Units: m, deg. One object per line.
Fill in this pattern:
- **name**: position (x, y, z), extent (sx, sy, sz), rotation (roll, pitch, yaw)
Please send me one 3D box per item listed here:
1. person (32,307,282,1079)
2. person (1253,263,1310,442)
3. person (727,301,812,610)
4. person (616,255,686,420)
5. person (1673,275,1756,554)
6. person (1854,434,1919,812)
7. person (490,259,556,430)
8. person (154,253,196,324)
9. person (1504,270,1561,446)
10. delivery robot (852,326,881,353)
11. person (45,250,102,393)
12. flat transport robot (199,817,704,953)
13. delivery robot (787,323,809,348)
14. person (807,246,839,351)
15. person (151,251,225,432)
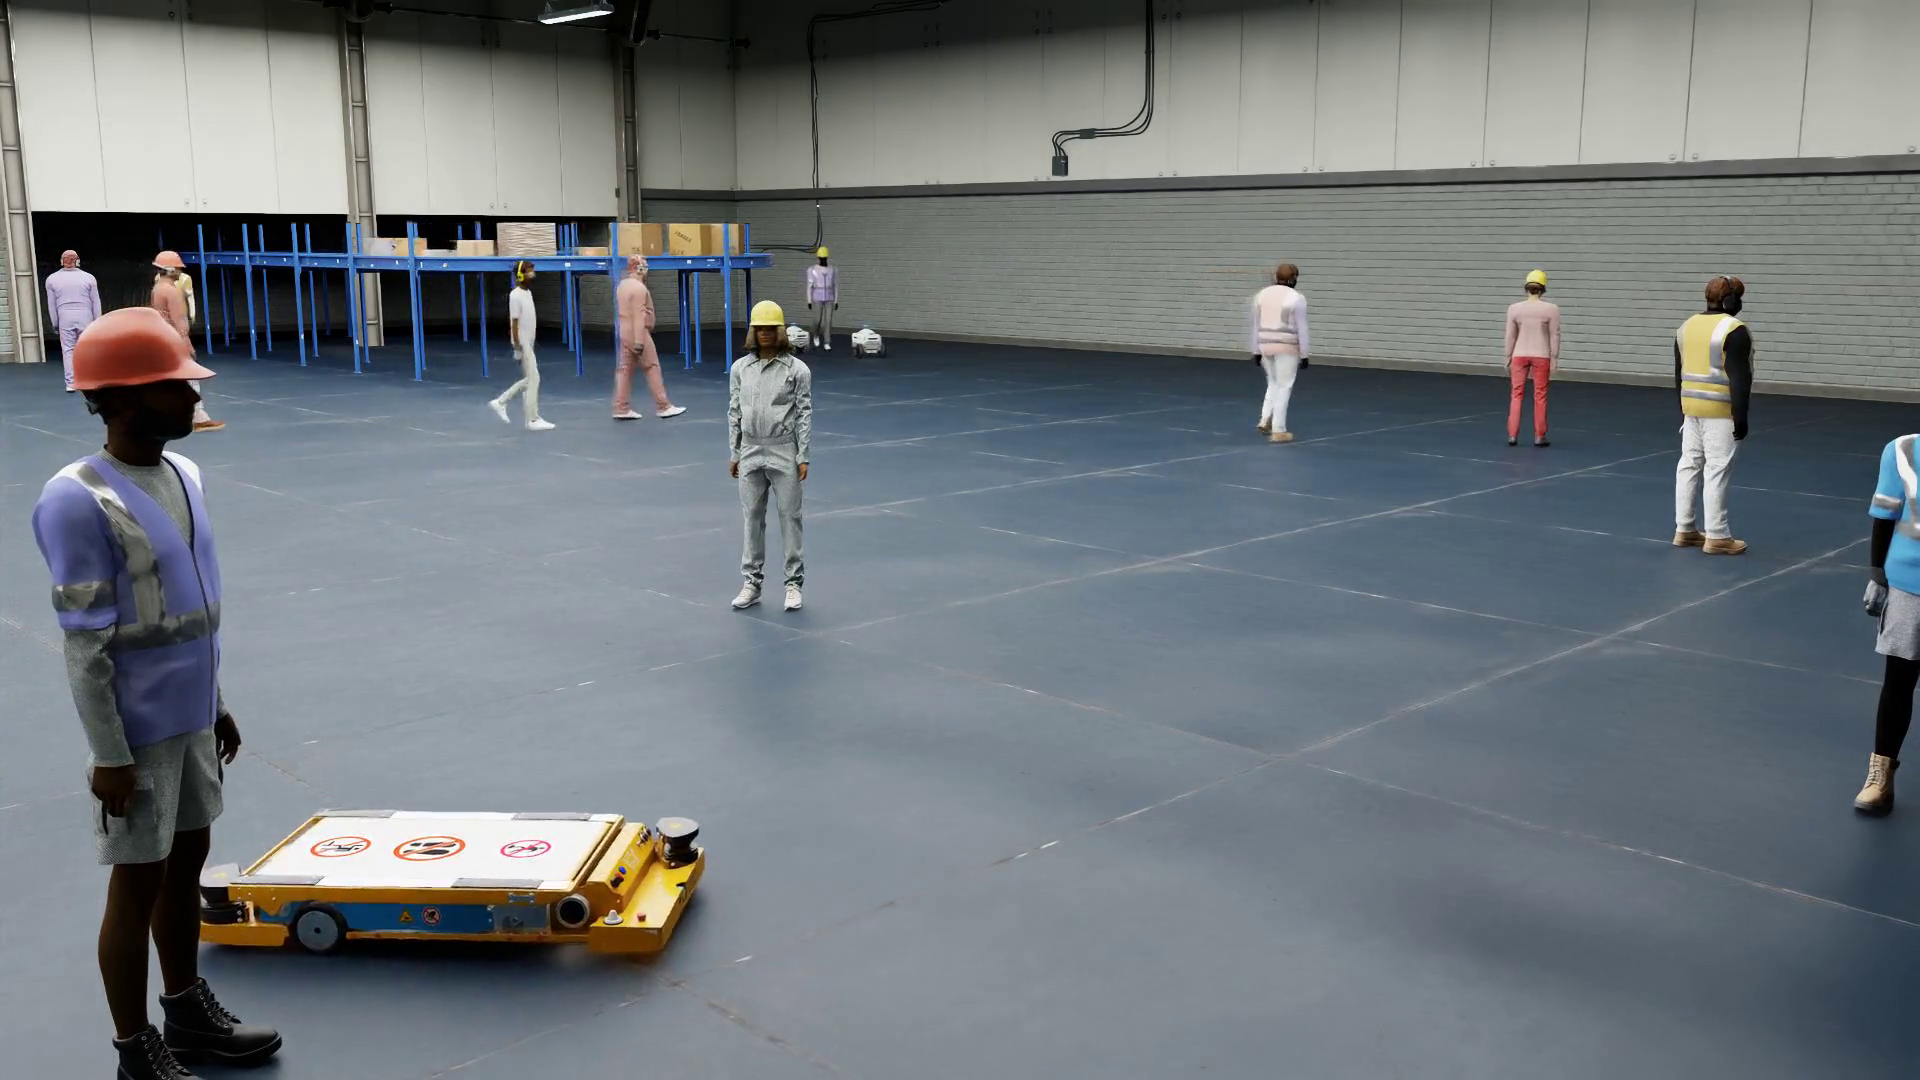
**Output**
- **person**: position (-1.935, 0.415, 4.034), extent (0.350, 1.942, 0.545), rotation (1, 10, 3)
- **person**: position (3.326, -1.936, 17.168), extent (0.444, 1.826, 0.652), rotation (-9, 14, -40)
- **person**: position (-1.084, -0.478, 9.440), extent (0.491, 1.746, 0.285), rotation (2, 11, 11)
- **person**: position (-3.603, -2.330, 19.181), extent (0.838, 1.875, 0.673), rotation (-7, 12, -32)
- **person**: position (5.086, -0.848, 11.197), extent (0.430, 1.845, 0.620), rotation (-3, 11, -15)
- **person**: position (3.550, 0.179, 5.991), extent (0.541, 1.696, 0.315), rotation (7, 13, 35)
- **person**: position (-4.814, -2.140, 18.218), extent (0.636, 1.851, 0.528), rotation (0, 10, -1)
- **person**: position (-12.563, -3.678, 26.621), extent (0.557, 1.866, 1.028), rotation (-6, 12, -30)
- **person**: position (5.754, -1.815, 16.745), extent (0.545, 1.770, 0.458), rotation (5, 12, 27)
- **delivery robot**: position (-1.629, -3.498, 29.017), extent (0.477, 0.478, 0.707), rotation (-4, 11, -21)
- **person**: position (-11.969, -2.959, 22.531), extent (0.641, 1.908, 0.409), rotation (-4, 11, -20)
- **flat transport robot**: position (-1.575, 1.055, 5.218), extent (1.431, 0.197, 0.652), rotation (0, 10, 2)
- **delivery robot**: position (-2.986, -3.656, 29.879), extent (0.477, 0.478, 0.707), rotation (-6, 12, -28)
- **person**: position (-2.542, -4.495, 30.910), extent (0.587, 1.910, 0.573), rotation (-3, 11, -16)
- **person**: position (-8.476, -2.103, 17.752), extent (0.989, 1.956, 0.612), rotation (-7, 12, -33)
